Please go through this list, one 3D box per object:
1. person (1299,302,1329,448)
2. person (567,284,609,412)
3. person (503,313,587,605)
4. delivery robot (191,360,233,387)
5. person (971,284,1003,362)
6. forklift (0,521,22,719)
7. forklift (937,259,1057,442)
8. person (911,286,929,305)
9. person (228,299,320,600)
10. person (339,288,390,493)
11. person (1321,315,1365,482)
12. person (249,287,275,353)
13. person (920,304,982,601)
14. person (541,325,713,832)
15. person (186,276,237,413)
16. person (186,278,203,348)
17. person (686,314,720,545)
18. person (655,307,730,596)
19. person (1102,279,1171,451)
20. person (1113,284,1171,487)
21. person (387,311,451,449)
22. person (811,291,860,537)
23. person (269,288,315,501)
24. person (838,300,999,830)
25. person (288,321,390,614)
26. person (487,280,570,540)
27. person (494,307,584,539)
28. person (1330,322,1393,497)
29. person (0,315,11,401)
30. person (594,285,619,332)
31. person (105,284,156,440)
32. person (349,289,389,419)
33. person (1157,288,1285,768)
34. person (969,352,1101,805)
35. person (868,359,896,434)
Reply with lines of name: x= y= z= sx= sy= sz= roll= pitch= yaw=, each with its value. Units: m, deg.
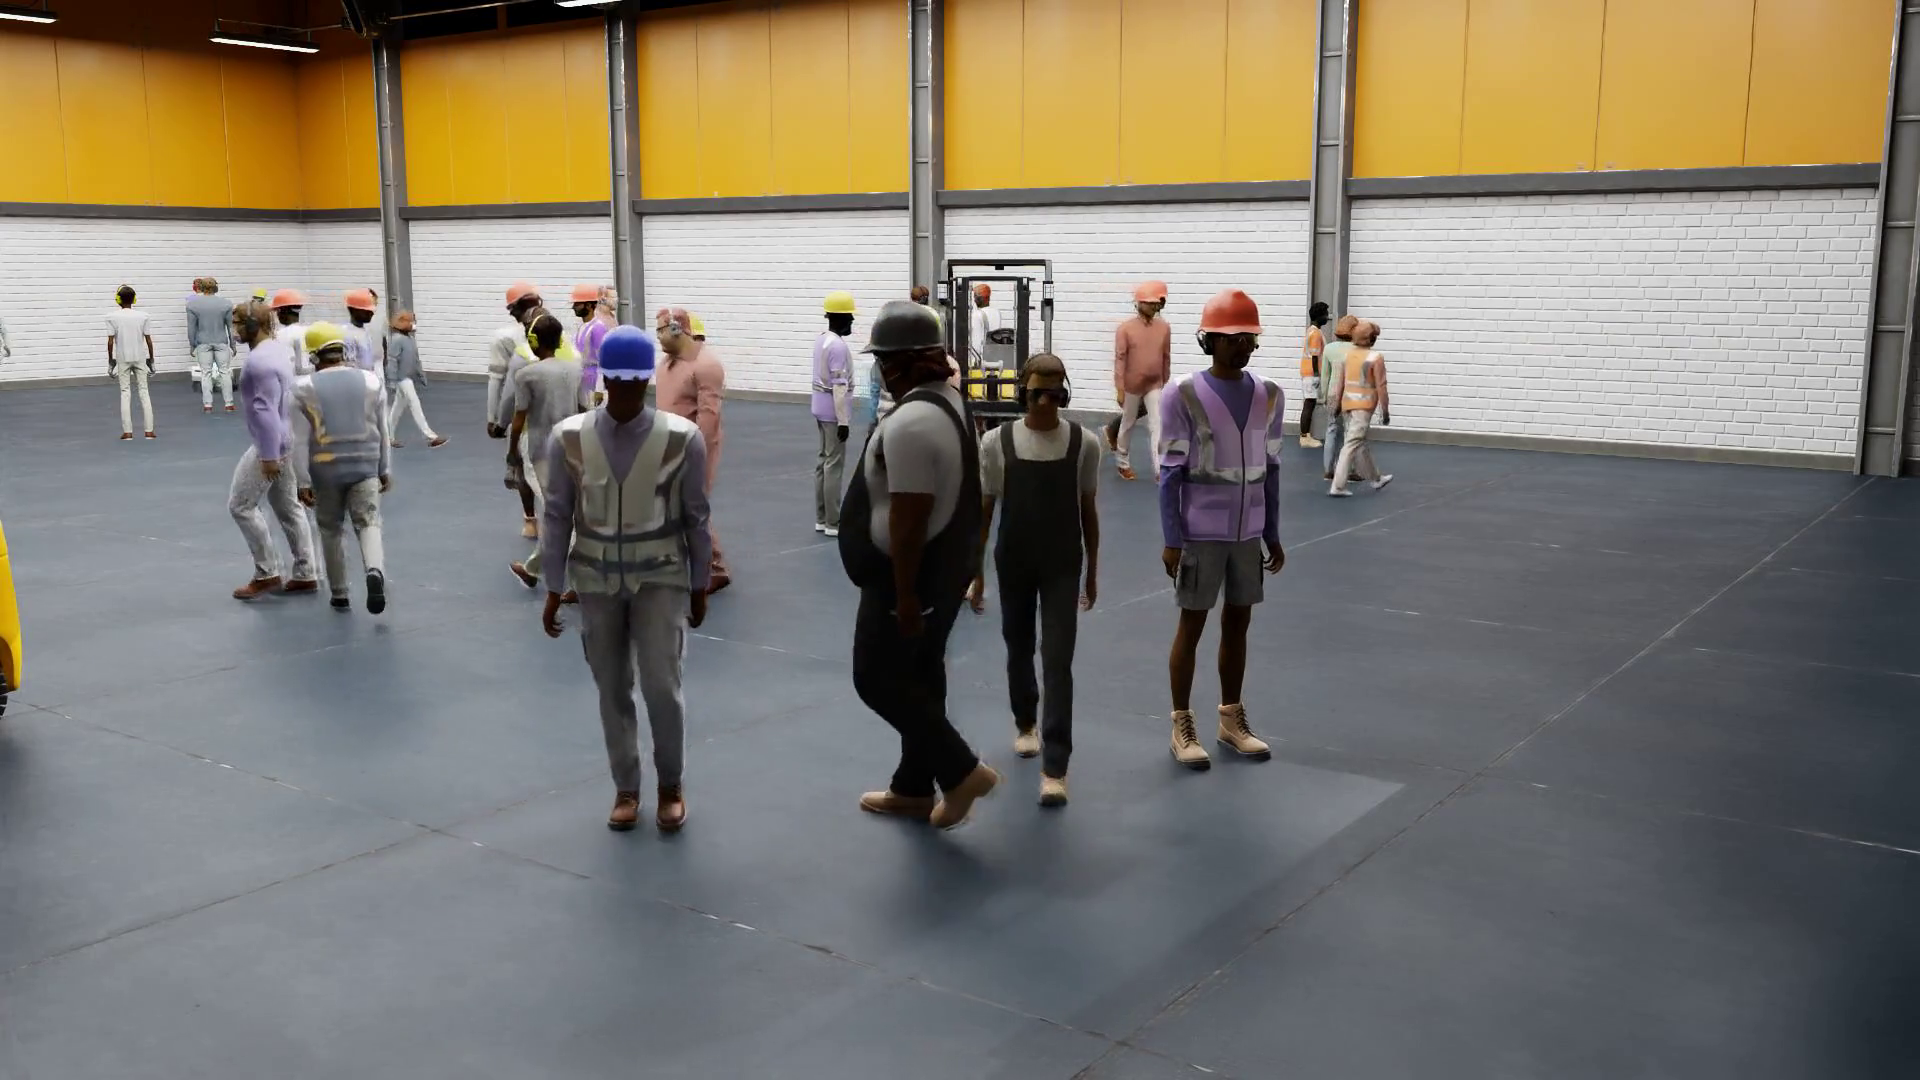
person: x=4.108 y=-1.913 z=19.310 sx=0.321 sy=1.690 sz=0.529 roll=2 pitch=10 yaw=9
person: x=-3.602 y=-1.514 z=16.186 sx=0.379 sy=1.938 sz=0.547 roll=-6 pitch=11 yaw=-31
person: x=-2.663 y=-0.518 z=10.582 sx=0.941 sy=1.822 sz=0.555 roll=8 pitch=12 yaw=38
delivery robot: x=-12.335 y=-2.759 z=27.430 sx=0.707 sy=0.478 sz=0.477 roll=6 pitch=11 yaw=30
person: x=0.294 y=-2.157 z=20.173 sx=0.356 sy=1.887 sz=0.574 roll=6 pitch=11 yaw=32
forklift: x=-5.296 y=-0.090 z=6.943 sx=1.214 sy=2.155 sz=2.313 roll=7 pitch=12 yaw=35
forklift: x=0.370 y=-1.738 z=16.759 sx=1.214 sy=2.155 sz=2.313 roll=1 pitch=10 yaw=3
person: x=-0.506 y=-2.327 z=21.315 sx=0.626 sy=1.844 sz=0.429 roll=9 pitch=13 yaw=42
person: x=-4.454 y=-0.566 z=10.597 sx=0.659 sy=1.913 sz=0.657 roll=-2 pitch=10 yaw=-14
person: x=-5.509 y=-1.357 z=15.323 sx=0.446 sy=1.912 sz=0.565 roll=0 pitch=10 yaw=1
person: x=3.773 y=-1.383 z=16.312 sx=0.266 sy=1.631 sz=0.507 roll=-9 pitch=13 yaw=-43
person: x=-11.859 y=-3.434 z=28.241 sx=0.562 sy=1.719 sz=0.498 roll=1 pitch=10 yaw=8
person: x=-0.260 y=-0.555 z=10.651 sx=0.982 sy=1.878 sz=0.597 roll=6 pitch=12 yaw=34
person: x=-1.249 y=0.164 z=6.236 sx=0.621 sy=1.925 sz=0.504 roll=0 pitch=10 yaw=0
person: x=-10.618 y=-2.766 z=23.637 sx=0.637 sy=1.938 sz=0.355 roll=-4 pitch=10 yaw=-23
person: x=-13.559 y=-3.757 z=29.823 sx=0.393 sy=1.843 sz=0.564 roll=7 pitch=12 yaw=36
person: x=-2.015 y=-0.811 z=12.507 sx=0.330 sy=1.768 sz=0.526 roll=7 pitch=12 yaw=36
person: x=-1.804 y=-0.569 z=10.744 sx=0.478 sy=1.867 sz=0.678 roll=-9 pitch=13 yaw=-42
person: x=2.029 y=-1.890 z=18.351 sx=0.811 sy=1.968 sz=0.616 roll=5 pitch=11 yaw=29
person: x=1.775 y=-1.500 z=16.089 sx=0.642 sy=1.939 sz=1.055 roll=-3 pitch=10 yaw=-18
person: x=-6.270 y=-1.824 z=19.048 sx=0.856 sy=1.581 sz=0.528 roll=0 pitch=10 yaw=2
person: x=-0.975 y=-0.991 z=13.101 sx=0.387 sy=1.927 sz=0.589 roll=-3 pitch=10 yaw=-18
person: x=-5.975 y=-1.283 z=14.879 sx=0.615 sy=1.910 sz=0.558 roll=2 pitch=10 yaw=12
person: x=-0.168 y=0.096 z=6.292 sx=0.594 sy=2.000 sz=0.695 roll=3 pitch=10 yaw=18
person: x=-3.718 y=-0.418 z=10.055 sx=0.598 sy=1.804 sz=0.697 roll=-6 pitch=11 yaw=-32
person: x=-3.313 y=-0.992 z=12.854 sx=0.638 sy=2.010 sz=0.523 roll=-5 pitch=11 yaw=-27
person: x=-3.128 y=-0.859 z=12.654 sx=0.602 sy=1.814 sz=0.637 roll=6 pitch=11 yaw=33
person: x=3.735 y=-1.196 z=15.276 sx=0.861 sy=1.589 sz=0.542 roll=-5 pitch=11 yaw=-28
person: x=-14.776 y=-2.896 z=25.381 sx=0.699 sy=1.612 sz=0.537 roll=9 pitch=13 yaw=43
person: x=-3.955 y=-1.925 z=18.759 sx=0.435 sy=1.890 sz=0.677 roll=0 pitch=10 yaw=2
person: x=-10.034 y=-2.145 z=20.130 sx=0.531 sy=1.875 sz=0.316 roll=-6 pitch=11 yaw=-31
person: x=-7.446 y=-2.251 z=20.948 sx=0.524 sy=1.825 sz=0.990 roll=-6 pitch=11 yaw=-33
person: x=1.135 y=-0.048 z=7.141 sx=0.608 sy=2.044 sz=0.370 roll=-4 pitch=10 yaw=-24
person: x=0.313 y=0.113 z=6.928 sx=0.536 sy=1.798 sz=0.965 roll=1 pitch=10 yaw=4
person: x=-0.597 y=-1.043 z=14.396 sx=0.809 sy=1.603 sz=0.515 roll=9 pitch=13 yaw=43
